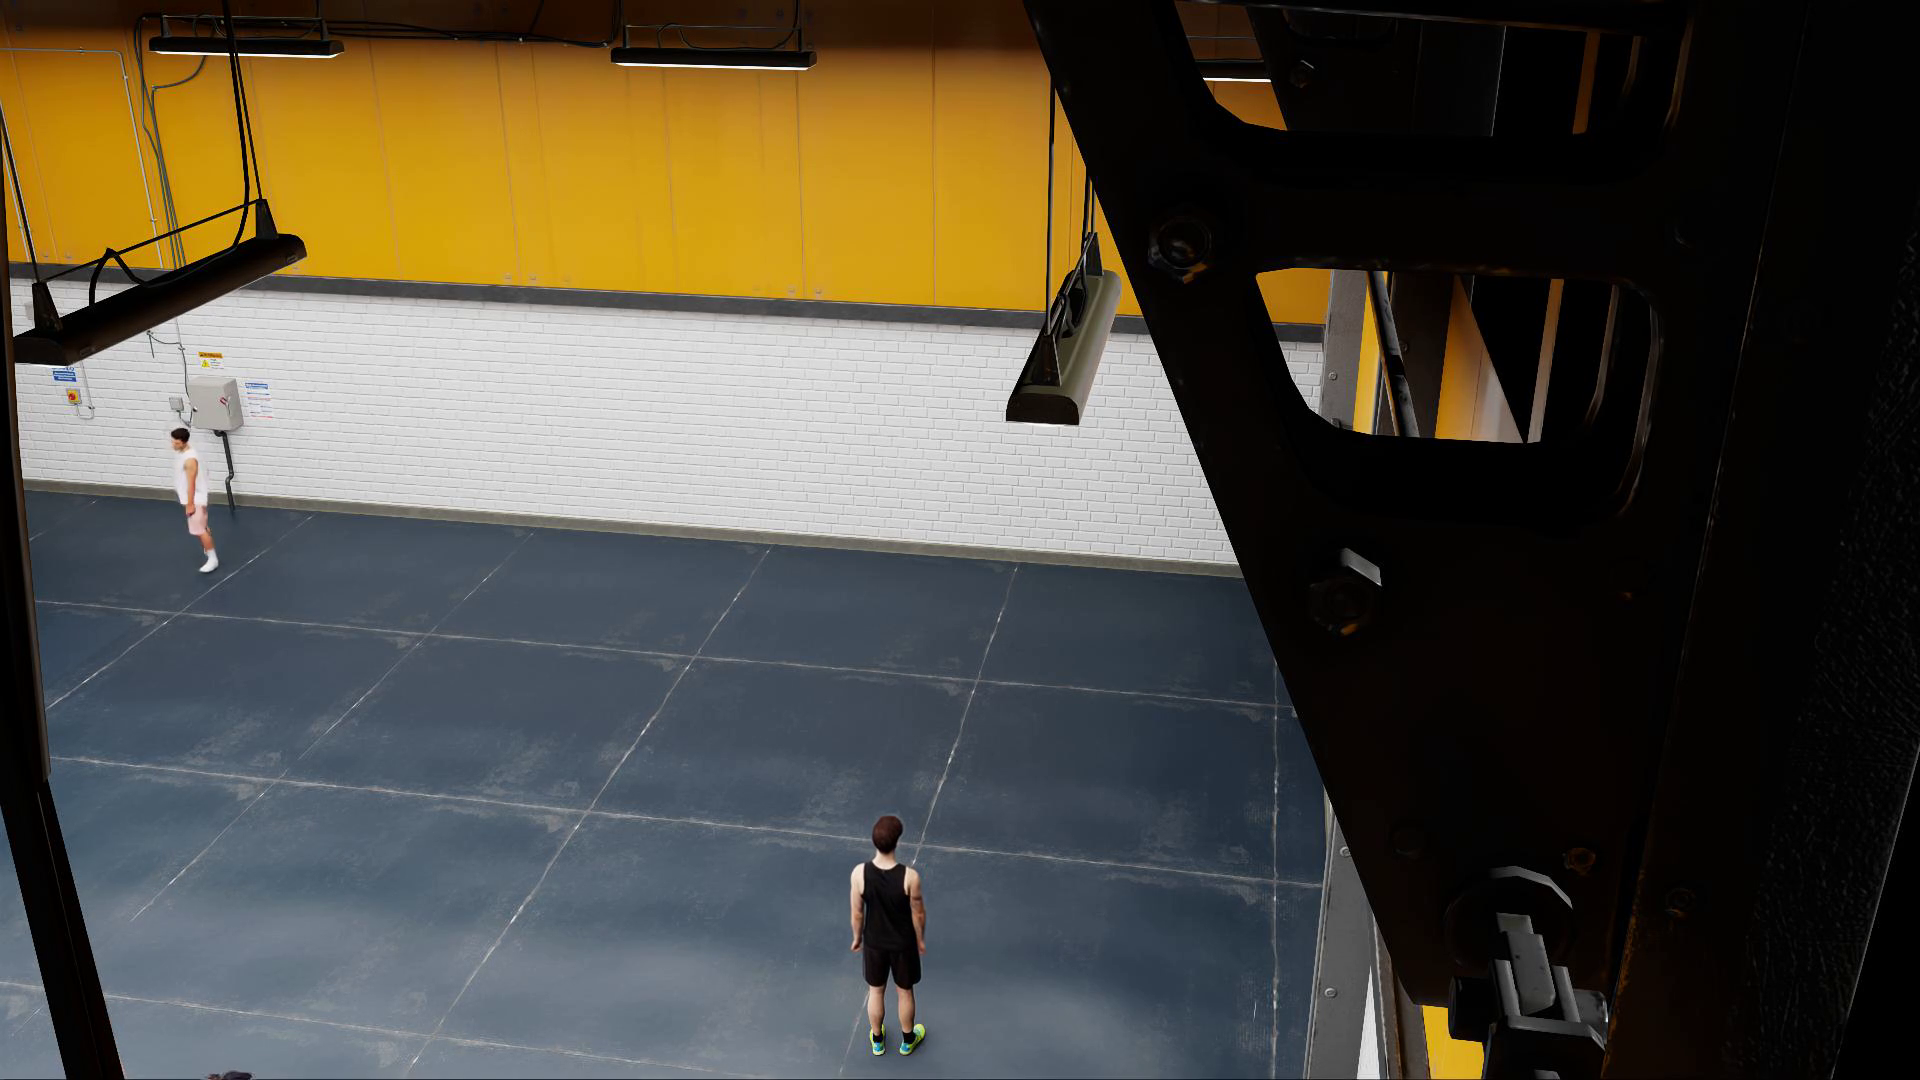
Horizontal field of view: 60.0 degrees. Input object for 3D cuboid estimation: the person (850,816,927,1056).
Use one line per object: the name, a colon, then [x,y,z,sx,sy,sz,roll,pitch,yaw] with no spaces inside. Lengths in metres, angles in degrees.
person: [-0.492,2.763,11.541,0.682,1.892,0.574,3,24,7]

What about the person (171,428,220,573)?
person: [-8.817,-0.506,19.181,0.920,1.762,0.794,-7,25,-16]
